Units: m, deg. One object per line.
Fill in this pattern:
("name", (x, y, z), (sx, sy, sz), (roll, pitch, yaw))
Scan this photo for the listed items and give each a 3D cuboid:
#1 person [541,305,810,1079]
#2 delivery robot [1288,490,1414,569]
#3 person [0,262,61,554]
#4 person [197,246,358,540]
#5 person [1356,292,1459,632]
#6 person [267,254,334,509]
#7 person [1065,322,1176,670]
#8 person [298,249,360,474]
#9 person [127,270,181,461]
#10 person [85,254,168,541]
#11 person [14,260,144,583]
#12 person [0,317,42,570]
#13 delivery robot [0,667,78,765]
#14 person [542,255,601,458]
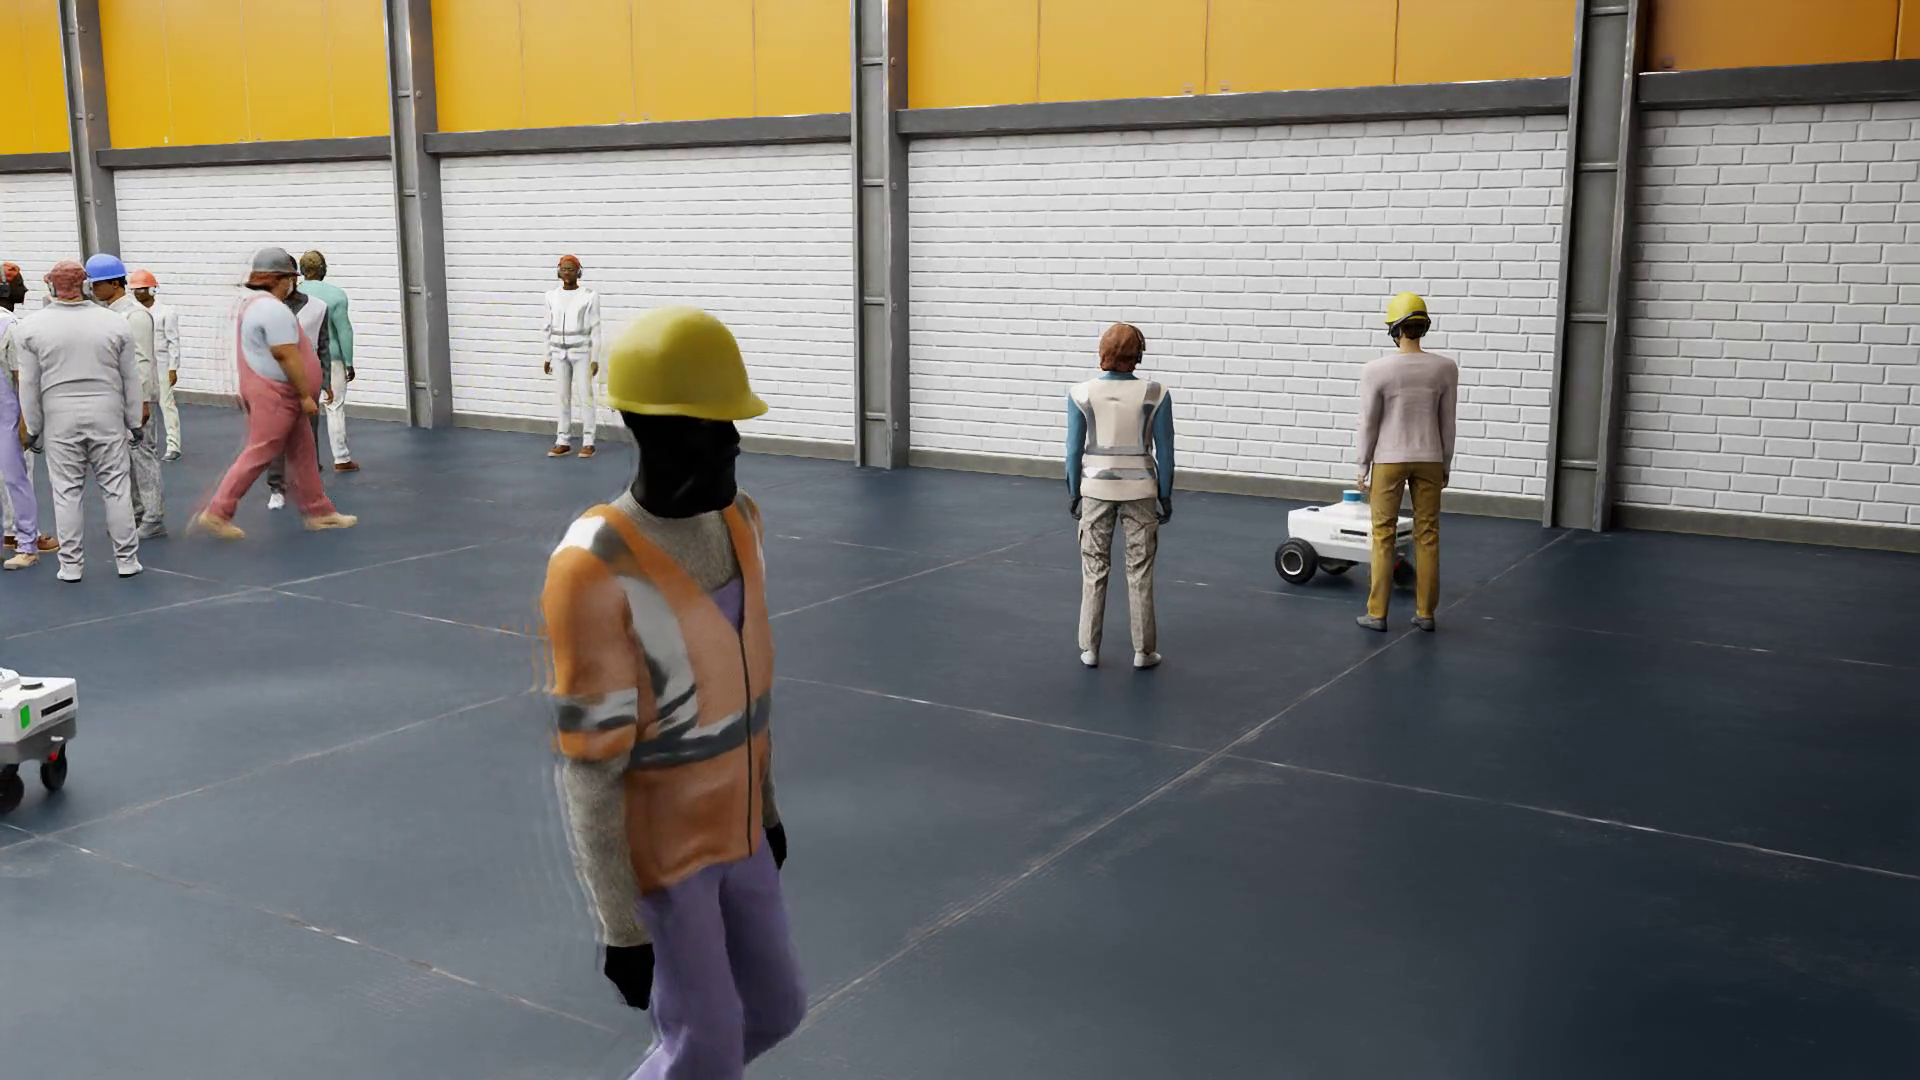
("person", (-0.495, 0.532, 3.025), (0.606, 1.912, 0.638), (4, 11, 20))
("delivery robot", (2.289, -0.048, 9.745), (0.707, 0.478, 0.477), (10, 14, 43))
("person", (-6.114, -0.848, 10.770), (0.355, 1.882, 0.576), (-9, 14, -41))
("person", (-4.742, -1.032, 11.350), (1.017, 2.000, 0.686), (-6, 12, -29))
("person", (2.294, -0.393, 8.602), (0.524, 1.761, 0.339), (-1, 10, -4))
("person", (-5.073, -1.202, 12.629), (0.589, 1.920, 0.398), (-5, 11, -27))
("person", (0.752, -0.196, 7.829), (0.521, 1.640, 0.307), (2, 10, 12))
("person", (-5.551, -1.534, 14.413), (0.627, 1.941, 0.371), (1, 10, 3))
("person", (-7.427, -1.596, 15.266), (0.564, 1.751, 0.330), (2, 10, 12))
("person", (-5.665, -0.964, 11.287), (0.619, 1.932, 0.420), (8, 13, 37))
("person", (-5.206, -0.700, 9.885), (0.651, 1.906, 0.409), (-6, 12, -30))
("person", (-5.946, -0.726, 10.229), (0.508, 1.838, 0.337), (2, 10, 9))
("delivery robot", (-3.597, 0.624, 6.029), (0.707, 0.478, 0.477), (1, 10, 5))
("person", (-3.622, -1.705, 15.511), (0.576, 1.885, 0.355), (2, 10, 13))
